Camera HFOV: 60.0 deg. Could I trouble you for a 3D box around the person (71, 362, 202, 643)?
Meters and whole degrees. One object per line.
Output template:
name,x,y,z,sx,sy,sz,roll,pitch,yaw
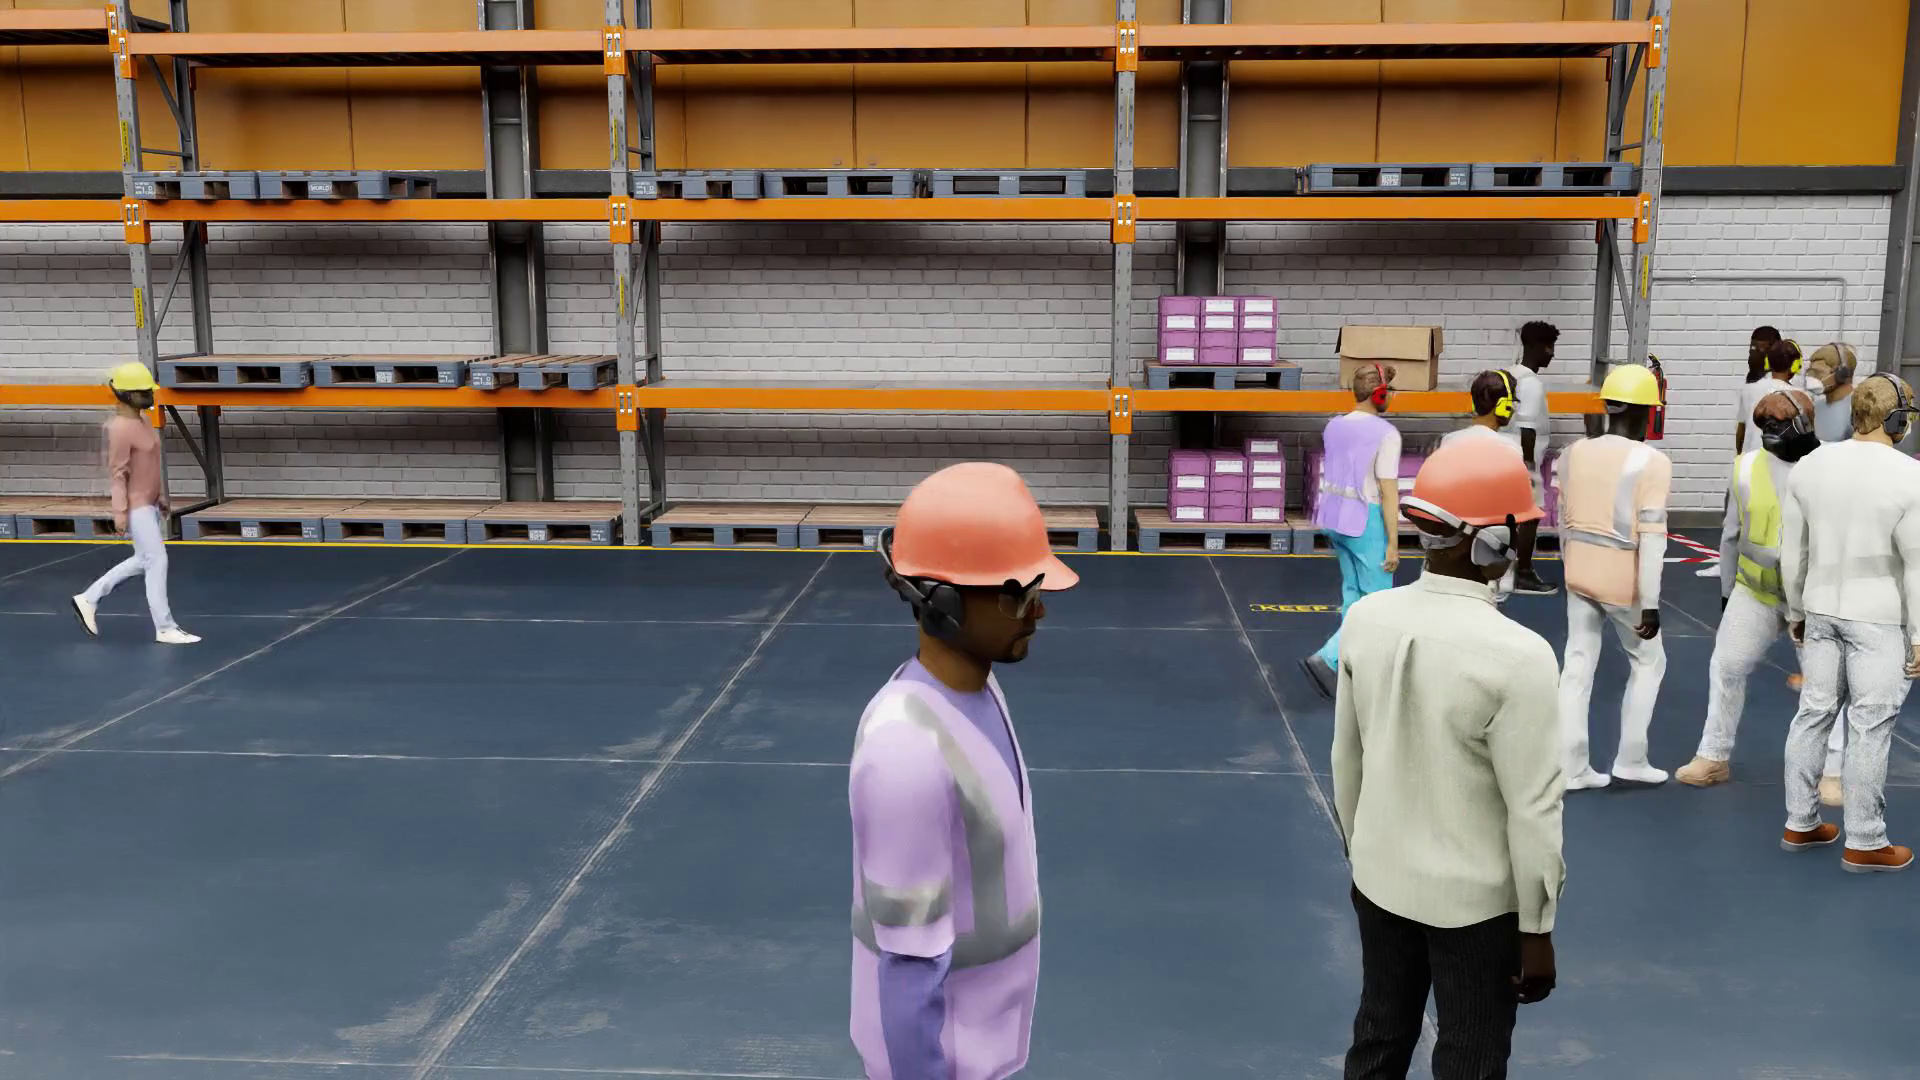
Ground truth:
person,-5.096,-0.217,10.160,0.702,1.748,0.519,-2,10,-11

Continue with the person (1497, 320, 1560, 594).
person,3.838,-0.569,11.668,0.754,1.937,0.644,1,10,3

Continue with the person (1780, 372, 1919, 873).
person,3.500,0.318,6.474,0.360,1.938,0.635,-5,11,-25

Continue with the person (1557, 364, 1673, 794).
person,2.943,0.179,7.376,0.688,1.903,0.620,-5,11,-29

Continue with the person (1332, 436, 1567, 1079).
person,1.086,0.763,3.710,0.382,1.995,0.612,-6,11,-31

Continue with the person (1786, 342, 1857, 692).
person,4.708,-0.108,9.025,0.589,1.913,0.639,1,10,7

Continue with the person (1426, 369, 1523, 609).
person,2.424,0.098,8.079,0.679,1.842,0.534,-5,11,-29

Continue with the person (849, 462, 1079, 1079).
person,0.008,0.874,2.921,0.387,2.040,0.615,1,10,9

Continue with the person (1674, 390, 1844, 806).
person,3.602,0.252,7.296,0.703,1.811,0.552,9,13,42

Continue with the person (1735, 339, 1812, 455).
person,5.549,-0.456,11.380,0.511,1.816,0.991,9,13,43

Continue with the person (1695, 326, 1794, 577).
person,5.900,-0.620,12.150,0.743,1.887,0.583,1,10,4

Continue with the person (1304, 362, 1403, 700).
person,2.092,-0.029,8.868,0.593,1.825,0.568,-5,11,-25
